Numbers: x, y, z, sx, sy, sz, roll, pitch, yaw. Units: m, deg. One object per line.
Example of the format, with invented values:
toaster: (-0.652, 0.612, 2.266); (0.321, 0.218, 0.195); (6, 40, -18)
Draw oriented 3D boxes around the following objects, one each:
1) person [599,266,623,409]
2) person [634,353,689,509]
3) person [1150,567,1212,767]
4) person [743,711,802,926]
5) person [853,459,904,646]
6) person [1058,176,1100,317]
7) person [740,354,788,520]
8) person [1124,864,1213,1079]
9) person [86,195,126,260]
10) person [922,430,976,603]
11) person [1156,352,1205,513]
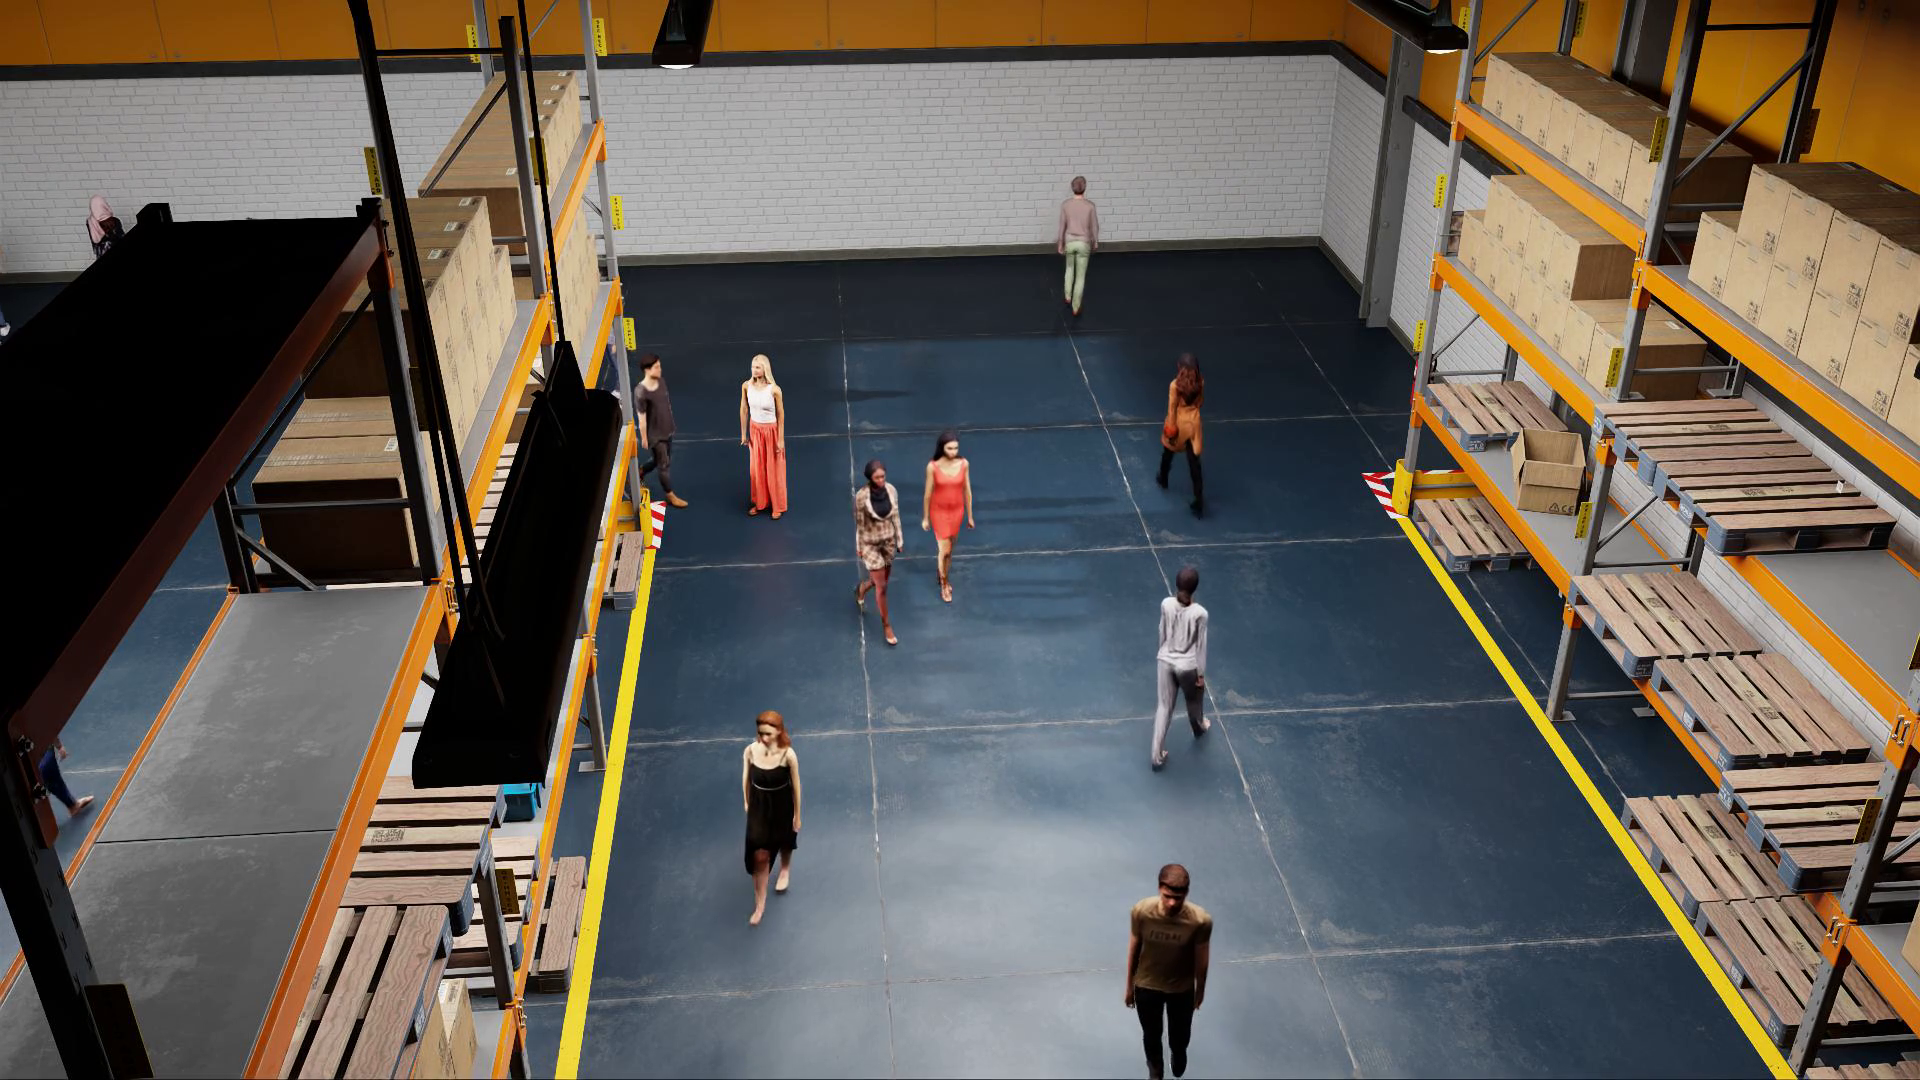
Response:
person: (-4.125, -2.423, 19.738); (0.744, 1.732, 0.600); (-14, 32, -24)
person: (-3.236, -1.175, 17.485); (0.957, 1.699, 1.031); (11, 30, 19)
person: (1.728, 1.051, 13.372); (0.991, 1.731, 1.107); (17, 33, 29)
person: (-1.321, 1.877, 11.994); (0.703, 1.600, 0.974); (3, 29, 5)
person: (-0.778, 0.046, 15.179); (0.878, 1.764, 1.136); (-16, 32, -26)
person: (1.568, -3.904, 22.337); (0.860, 1.844, 1.027); (8, 30, 14)
person: (-2.008, -1.077, 17.198); (0.720, 1.802, 0.721); (10, 30, 18)
person: (1.276, 2.684, 10.266); (0.801, 1.838, 0.899); (7, 29, 13)
person: (-11.469, -3.866, 22.482); (0.617, 1.637, 0.595); (-2, 29, -4)
person: (-0.152, -0.286, 15.853); (0.724, 1.701, 0.801); (-12, 31, -21)
person: (2.391, -1.096, 17.369); (0.838, 1.672, 1.233); (-9, 30, -16)
